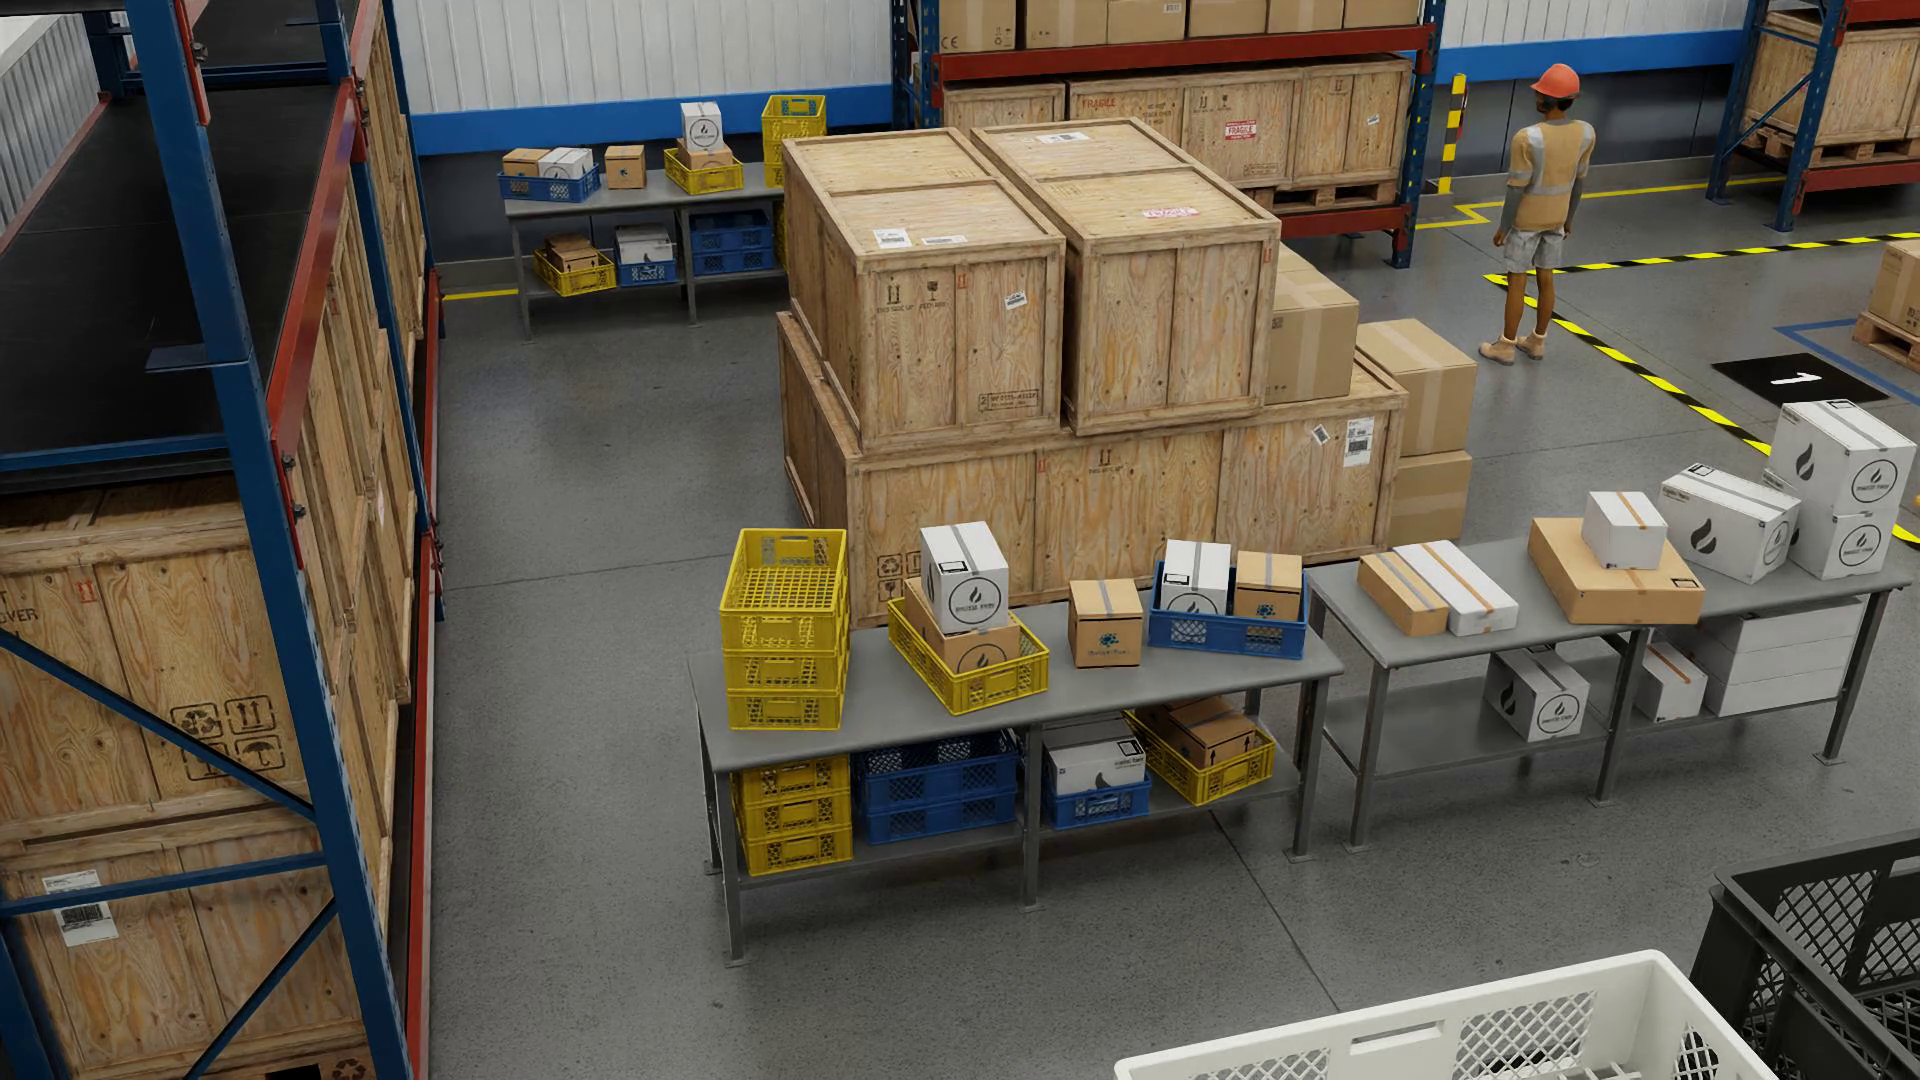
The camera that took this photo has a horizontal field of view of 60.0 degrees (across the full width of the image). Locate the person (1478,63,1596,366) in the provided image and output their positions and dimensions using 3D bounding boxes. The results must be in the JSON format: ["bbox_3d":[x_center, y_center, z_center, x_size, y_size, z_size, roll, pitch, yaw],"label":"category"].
[{"bbox_3d":[3.888,-2.175,11.223,0.606,2.048,0.366,-10,30,-17],"label":"person"}]

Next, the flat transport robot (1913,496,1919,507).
[{"bbox_3d":[6.293,-0.216,9.480,1.431,0.197,0.652,-7,30,-13],"label":"flat transport robot"}]
